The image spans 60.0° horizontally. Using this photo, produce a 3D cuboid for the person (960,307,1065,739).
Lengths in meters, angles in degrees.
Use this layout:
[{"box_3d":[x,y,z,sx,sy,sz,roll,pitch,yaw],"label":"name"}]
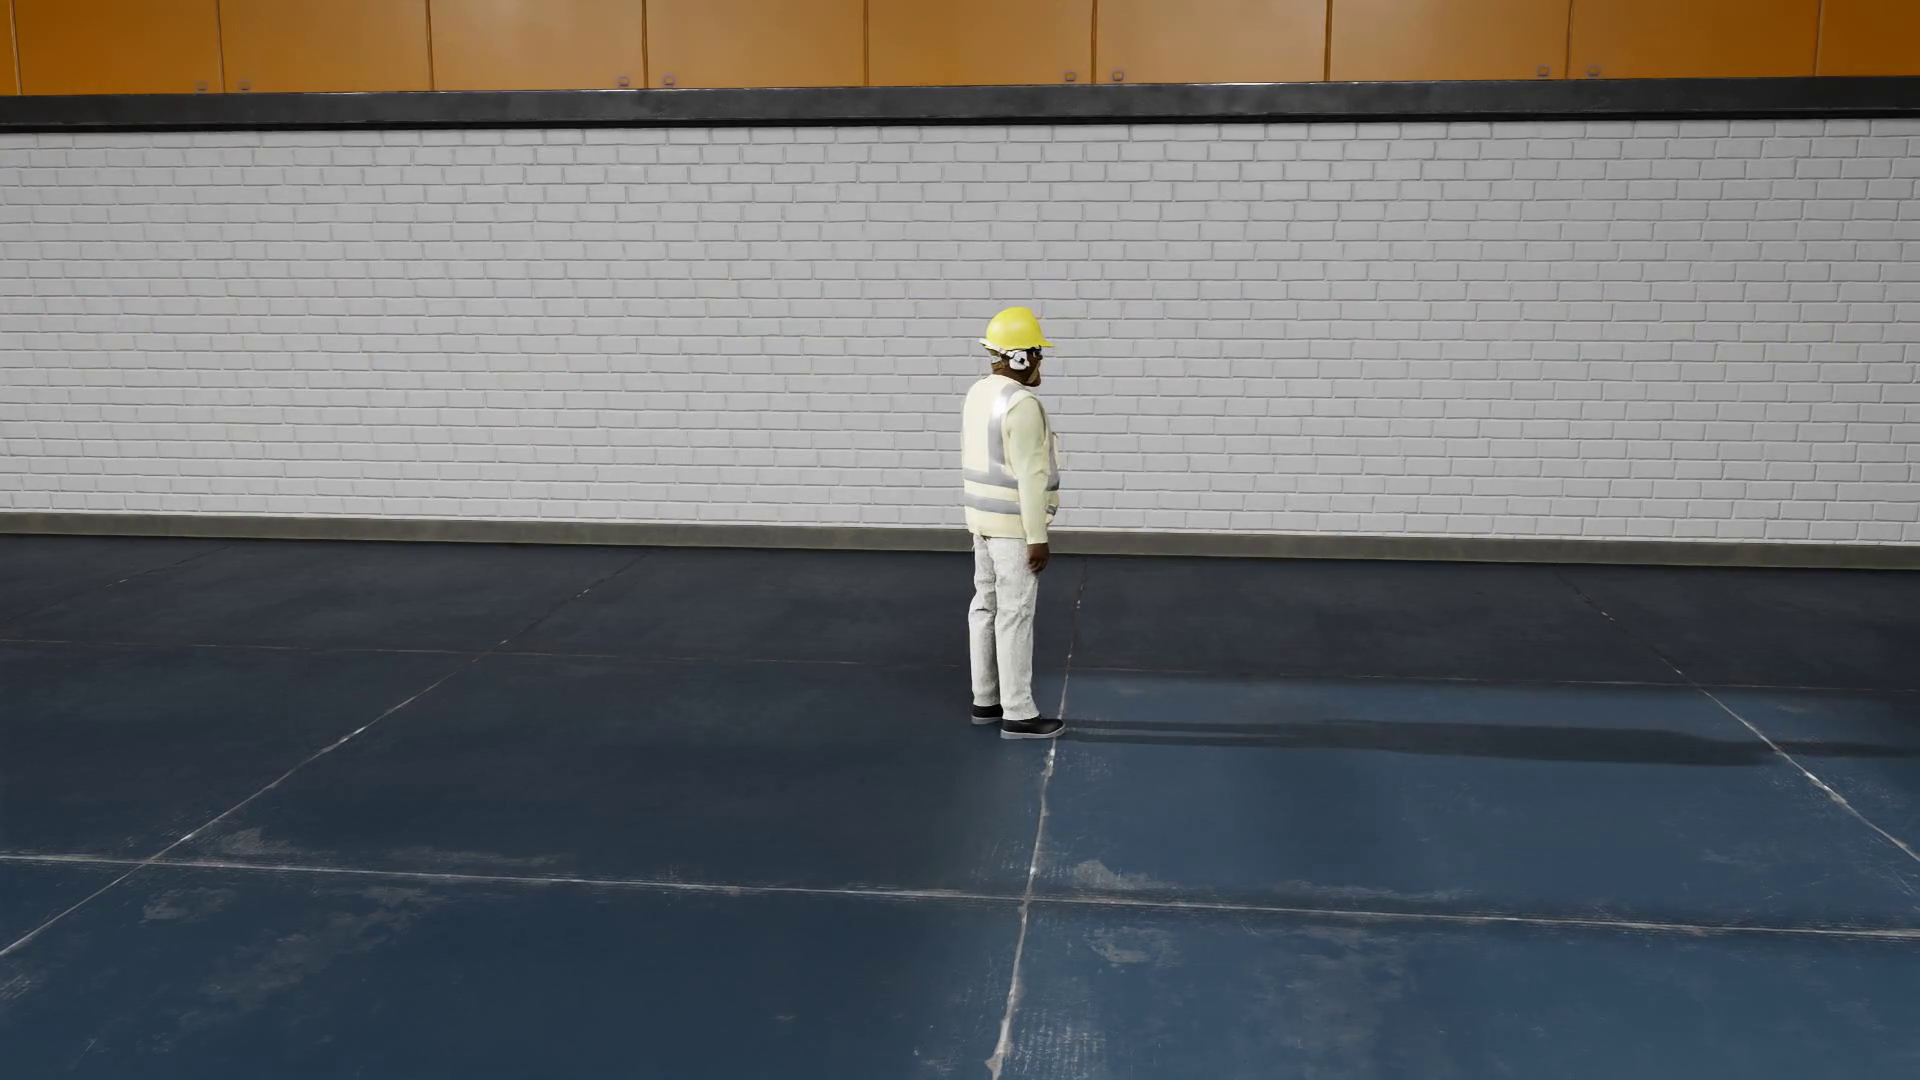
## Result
[{"box_3d":[0.224,-0.074,7.124,0.404,1.835,0.587,-4,11,-24],"label":"person"}]
